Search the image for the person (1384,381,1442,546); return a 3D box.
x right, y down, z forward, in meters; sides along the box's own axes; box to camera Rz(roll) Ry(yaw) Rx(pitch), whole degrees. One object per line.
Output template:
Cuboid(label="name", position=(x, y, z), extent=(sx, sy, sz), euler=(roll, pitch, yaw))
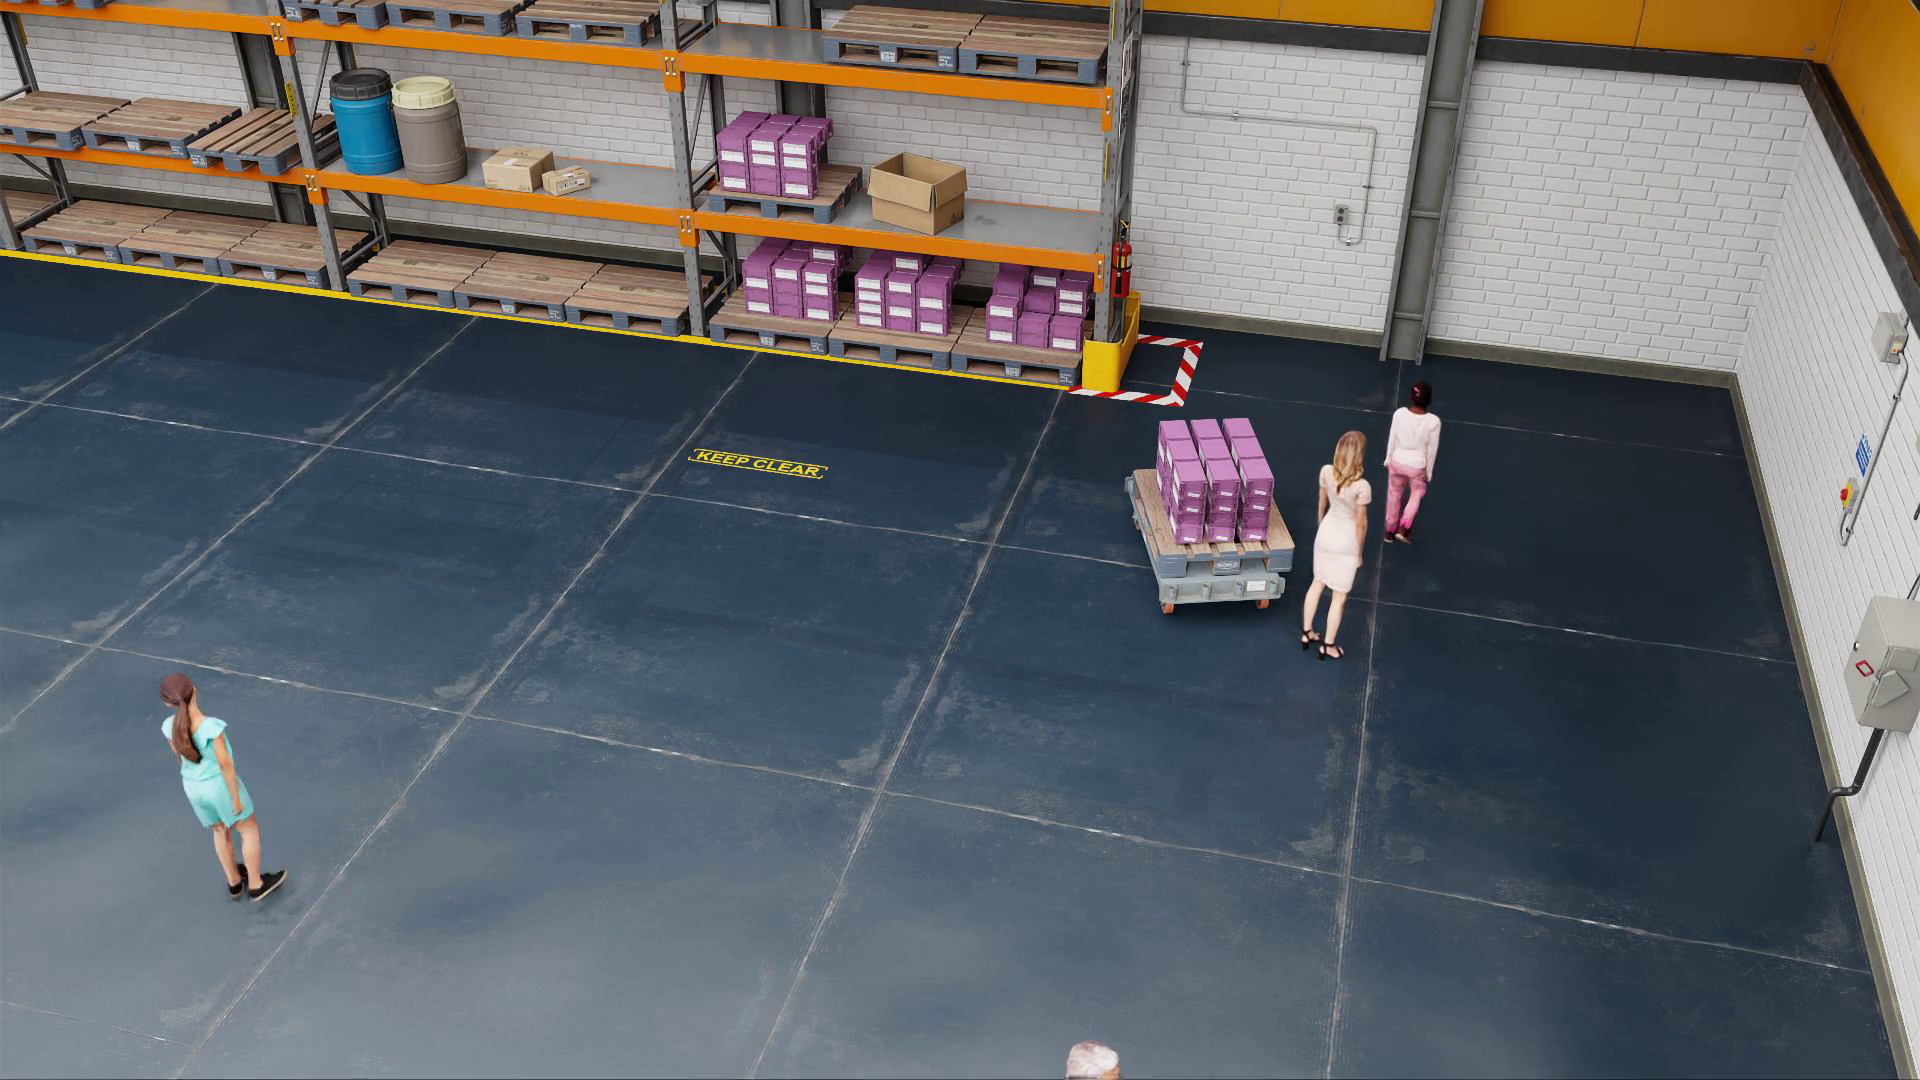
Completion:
Cuboid(label="person", position=(3.466, -0.570, 12.879), extent=(0.628, 1.436, 0.668), euler=(15, 36, 21))

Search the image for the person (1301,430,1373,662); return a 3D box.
Cuboid(label="person", position=(2.617, 0.045, 11.599), extent=(0.700, 1.829, 0.610), euler=(-24, 40, -31))

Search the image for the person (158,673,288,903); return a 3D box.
Cuboid(label="person", position=(-4.362, 1.476, 9.719), extent=(0.564, 1.527, 0.744), euler=(13, 36, 18))

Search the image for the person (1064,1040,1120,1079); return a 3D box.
Cuboid(label="person", position=(0.496, 2.856, 7.297), extent=(0.671, 1.910, 0.758), euler=(13, 36, 19))
